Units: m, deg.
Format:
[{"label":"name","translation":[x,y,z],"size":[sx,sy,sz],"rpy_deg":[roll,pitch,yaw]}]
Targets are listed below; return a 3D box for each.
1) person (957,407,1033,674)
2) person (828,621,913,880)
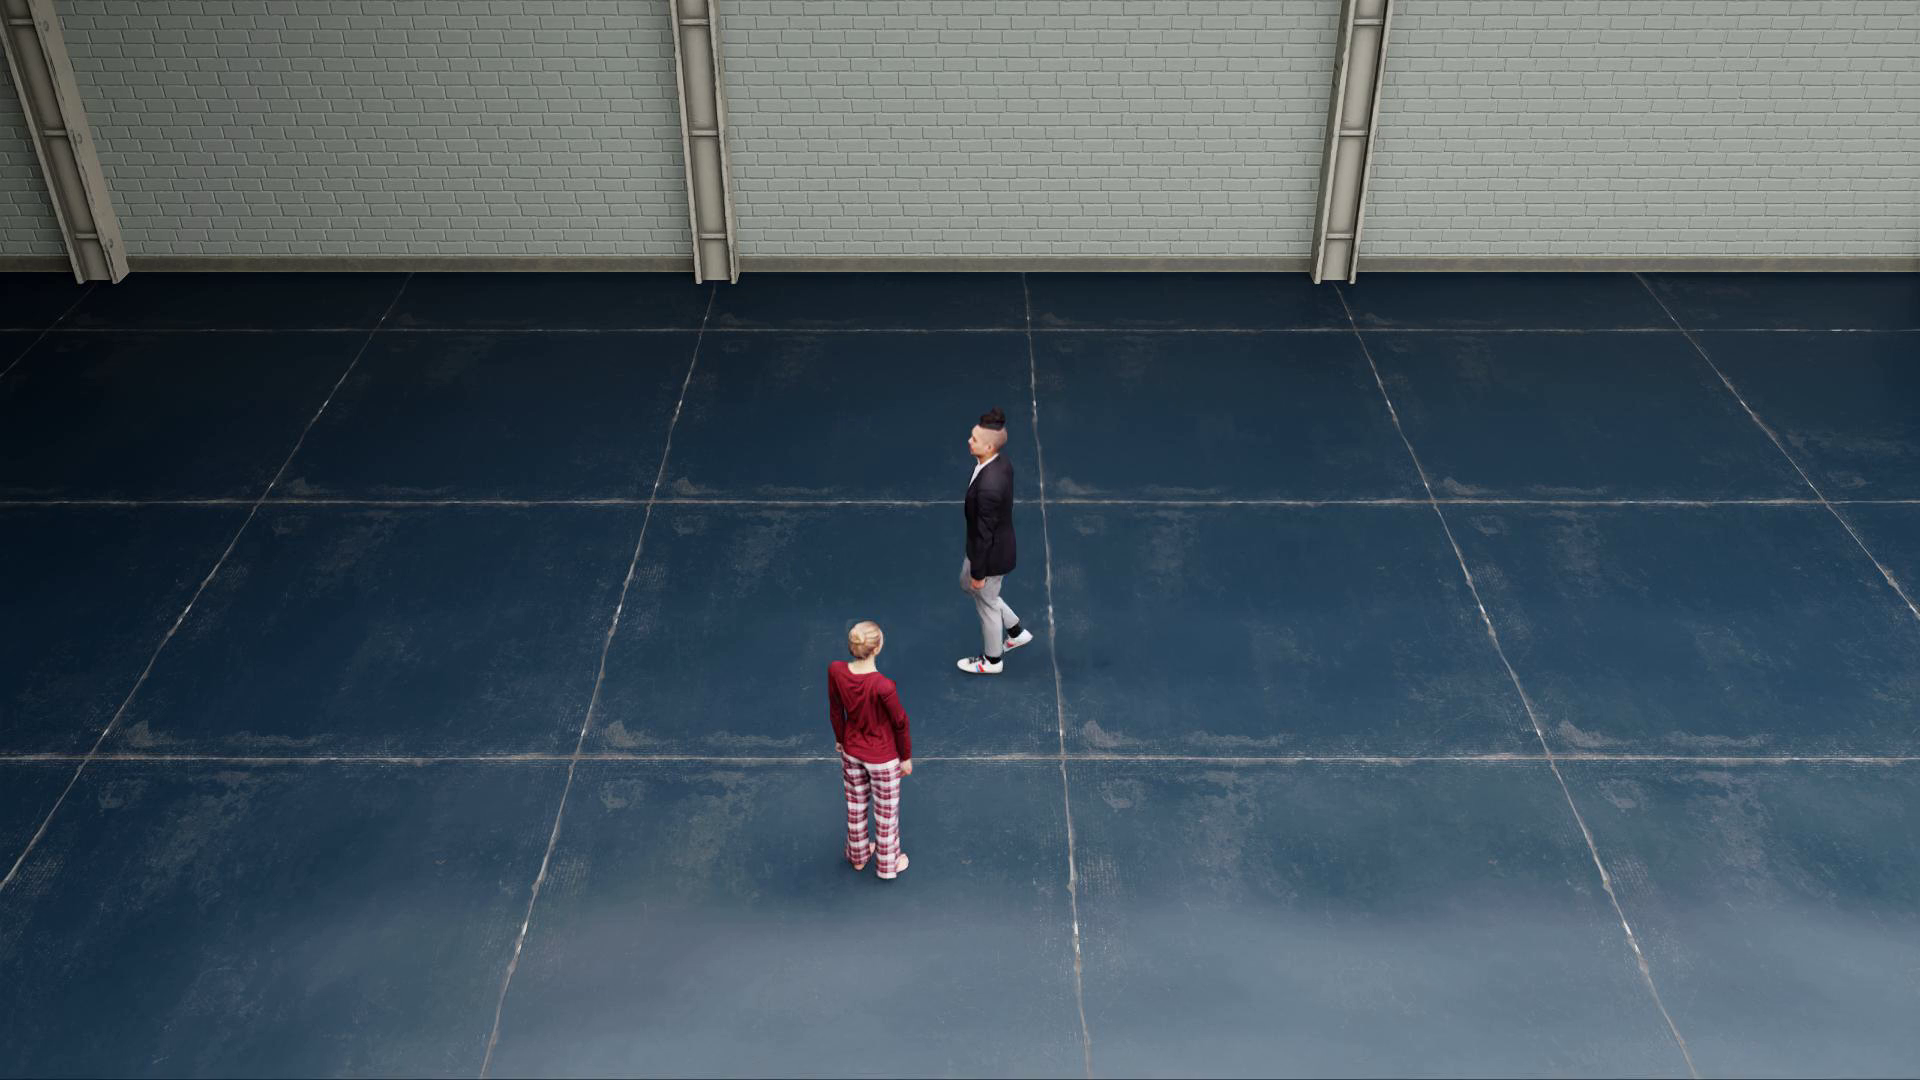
[{"label":"person","translation":[0.277,0.034,10.452],"size":[0.725,1.946,0.739],"rpy_deg":[3,33,4]},{"label":"person","translation":[-0.483,1.129,8.998],"size":[0.608,1.696,0.743],"rpy_deg":[17,37,24]}]
